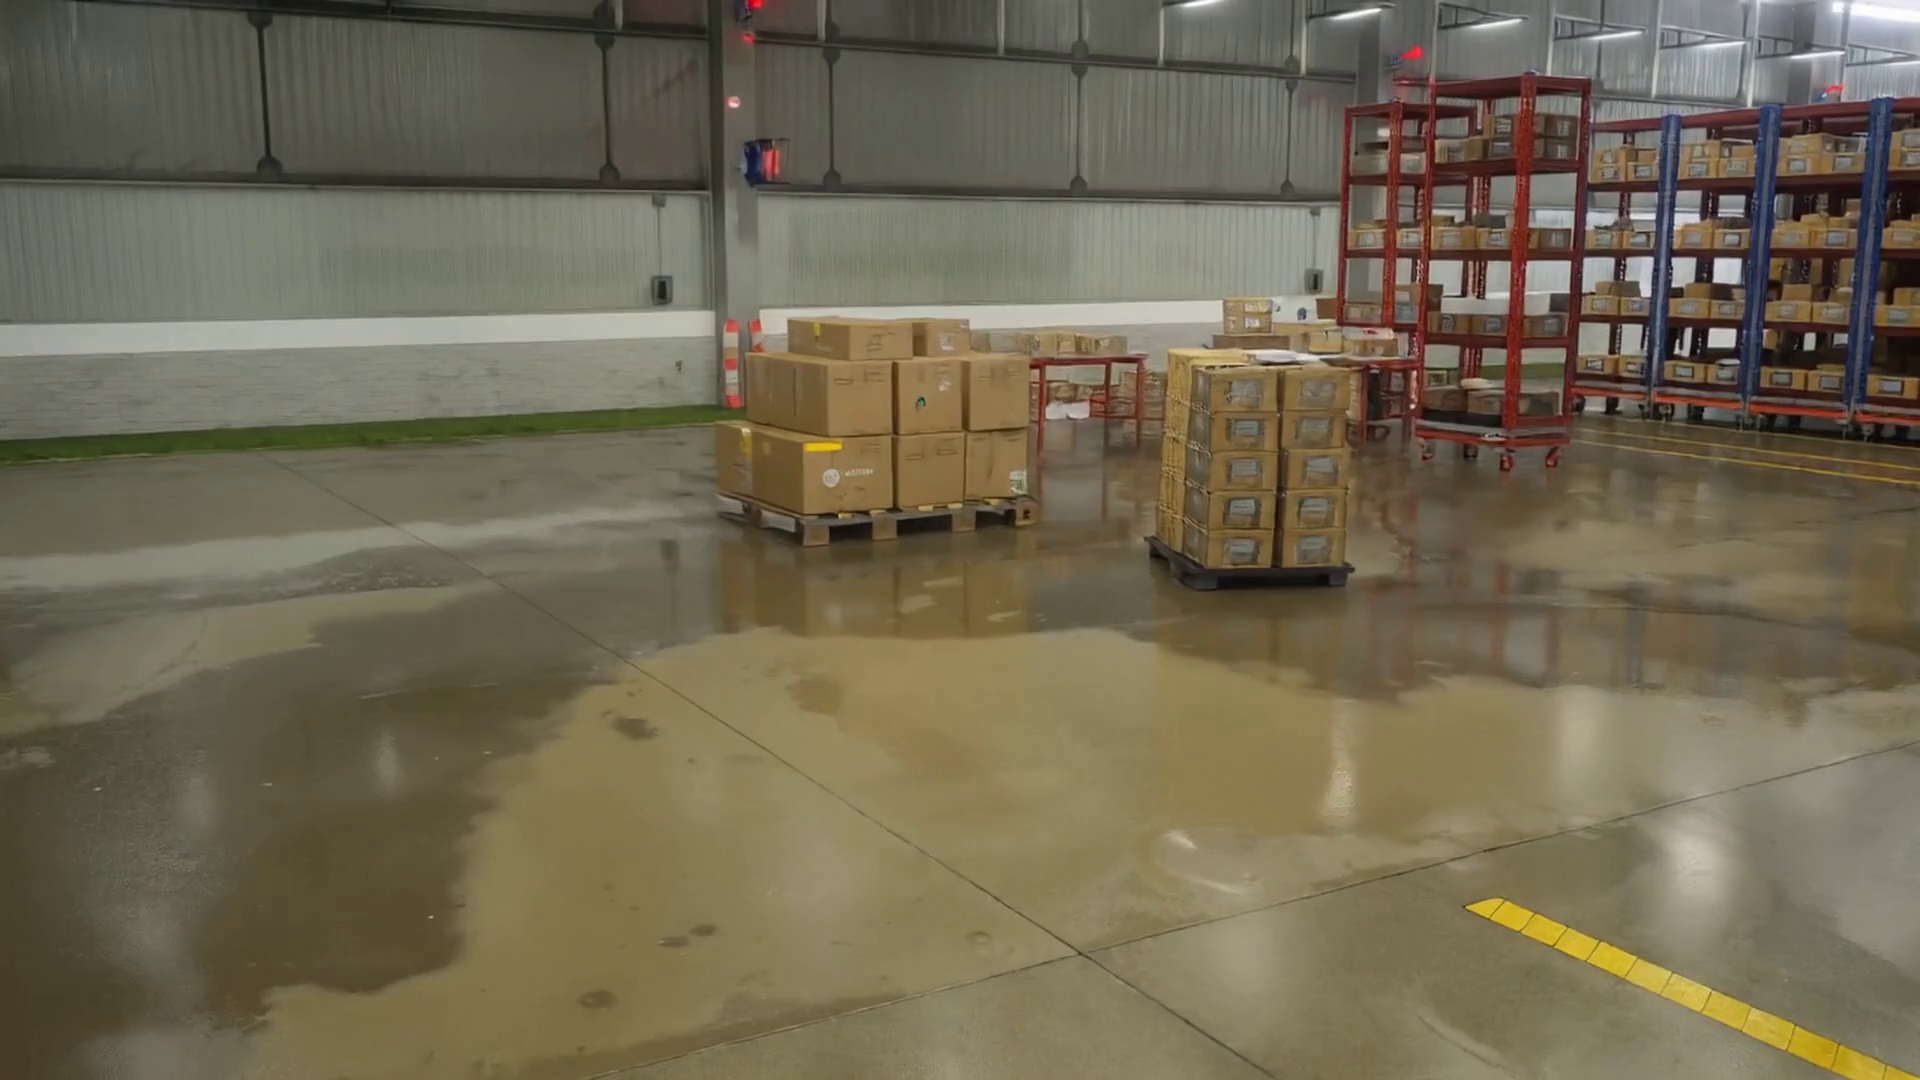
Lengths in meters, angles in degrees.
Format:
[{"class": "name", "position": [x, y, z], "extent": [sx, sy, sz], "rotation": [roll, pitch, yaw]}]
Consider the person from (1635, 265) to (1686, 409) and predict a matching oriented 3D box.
[{"class": "person", "position": [8.960, -2.581, 21.205], "extent": [0.389, 1.850, 0.566], "rotation": [-10, 14, -44]}]
